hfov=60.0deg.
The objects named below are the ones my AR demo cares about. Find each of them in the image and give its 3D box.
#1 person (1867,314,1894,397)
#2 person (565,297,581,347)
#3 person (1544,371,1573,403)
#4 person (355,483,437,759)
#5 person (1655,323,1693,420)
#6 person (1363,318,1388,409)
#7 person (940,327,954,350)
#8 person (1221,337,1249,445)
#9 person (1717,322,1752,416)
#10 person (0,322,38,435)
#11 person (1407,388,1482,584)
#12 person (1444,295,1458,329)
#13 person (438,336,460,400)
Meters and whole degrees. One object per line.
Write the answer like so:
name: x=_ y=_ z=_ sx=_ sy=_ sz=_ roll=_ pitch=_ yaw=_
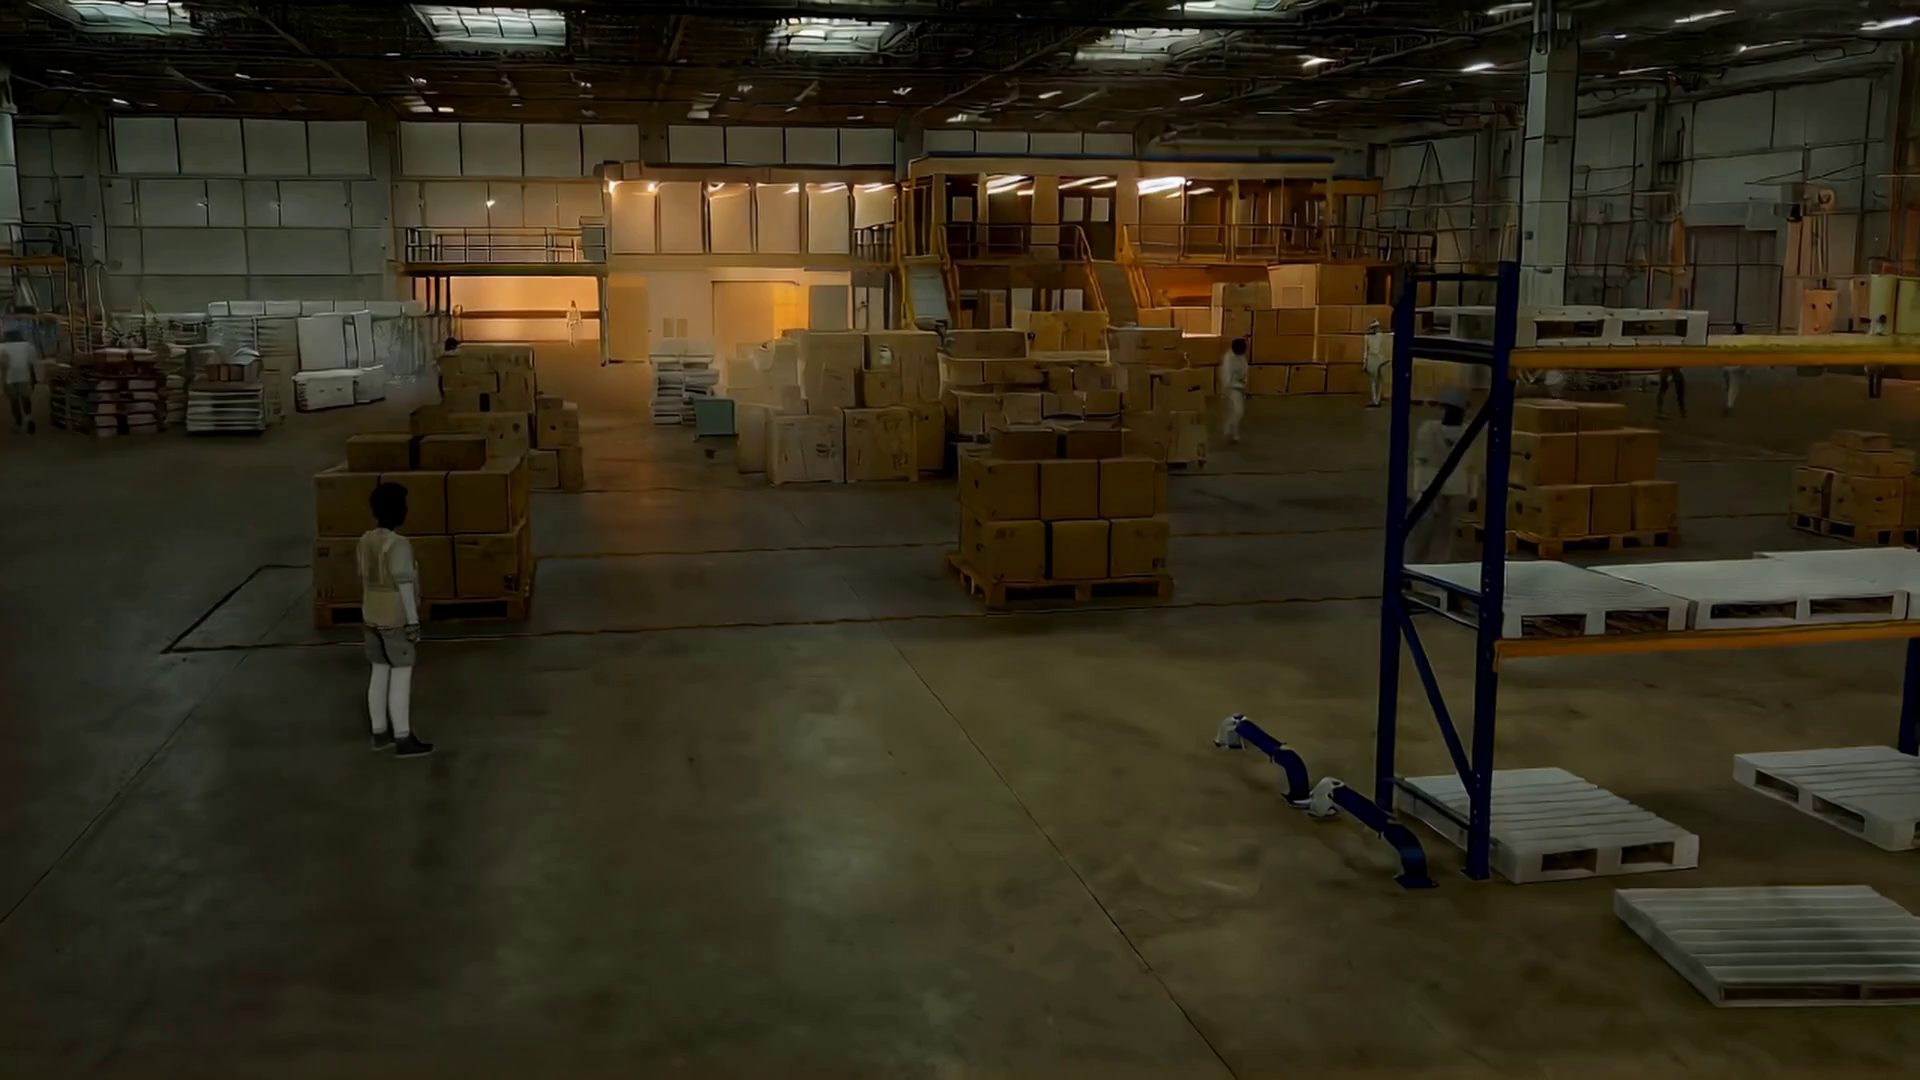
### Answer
person: x=21.211 y=-4.240 z=38.385 sx=0.566 sy=1.924 sz=0.651 roll=6 pitch=11 yaw=32
person: x=-14.650 y=-8.249 z=62.937 sx=0.584 sy=1.881 sz=0.337 roll=-2 pitch=10 yaw=-14
person: x=7.201 y=-1.162 z=20.112 sx=0.542 sy=1.750 sz=0.482 roll=-4 pitch=10 yaw=-23
person: x=-3.491 y=0.494 z=10.225 sx=0.533 sy=1.692 sz=0.319 roll=8 pitch=12 yaw=41
person: x=14.063 y=-3.290 z=32.633 sx=0.647 sy=1.902 sz=0.882 roll=-7 pitch=11 yaw=-35
person: x=8.848 y=-3.761 z=35.441 sx=0.585 sy=1.928 sz=0.369 roll=-8 pitch=12 yaw=-40
person: x=-0.289 y=-2.714 z=28.959 sx=0.938 sy=1.955 sz=0.653 roll=-6 pitch=11 yaw=-35
person: x=4.660 y=-2.500 z=28.057 sx=0.455 sy=1.828 sz=0.657 roll=8 pitch=12 yaw=39
person: x=15.745 y=-3.481 z=33.837 sx=0.635 sy=1.914 sz=0.939 roll=6 pitch=11 yaw=34
person: x=-16.813 y=-2.860 z=29.664 sx=0.620 sy=2.023 sz=0.527 roll=-7 pitch=12 yaw=-38
person: x=4.492 y=-0.484 z=15.609 sx=0.733 sy=1.894 sz=0.366 roll=2 pitch=10 yaw=12
person: x=18.065 y=-7.963 z=60.914 sx=0.631 sy=1.971 sz=0.505 roll=0 pitch=9 yaw=0
person: x=-8.465 y=-2.481 z=27.856 sx=0.515 sy=1.864 sz=0.312 roll=-7 pitch=11 yaw=-36
